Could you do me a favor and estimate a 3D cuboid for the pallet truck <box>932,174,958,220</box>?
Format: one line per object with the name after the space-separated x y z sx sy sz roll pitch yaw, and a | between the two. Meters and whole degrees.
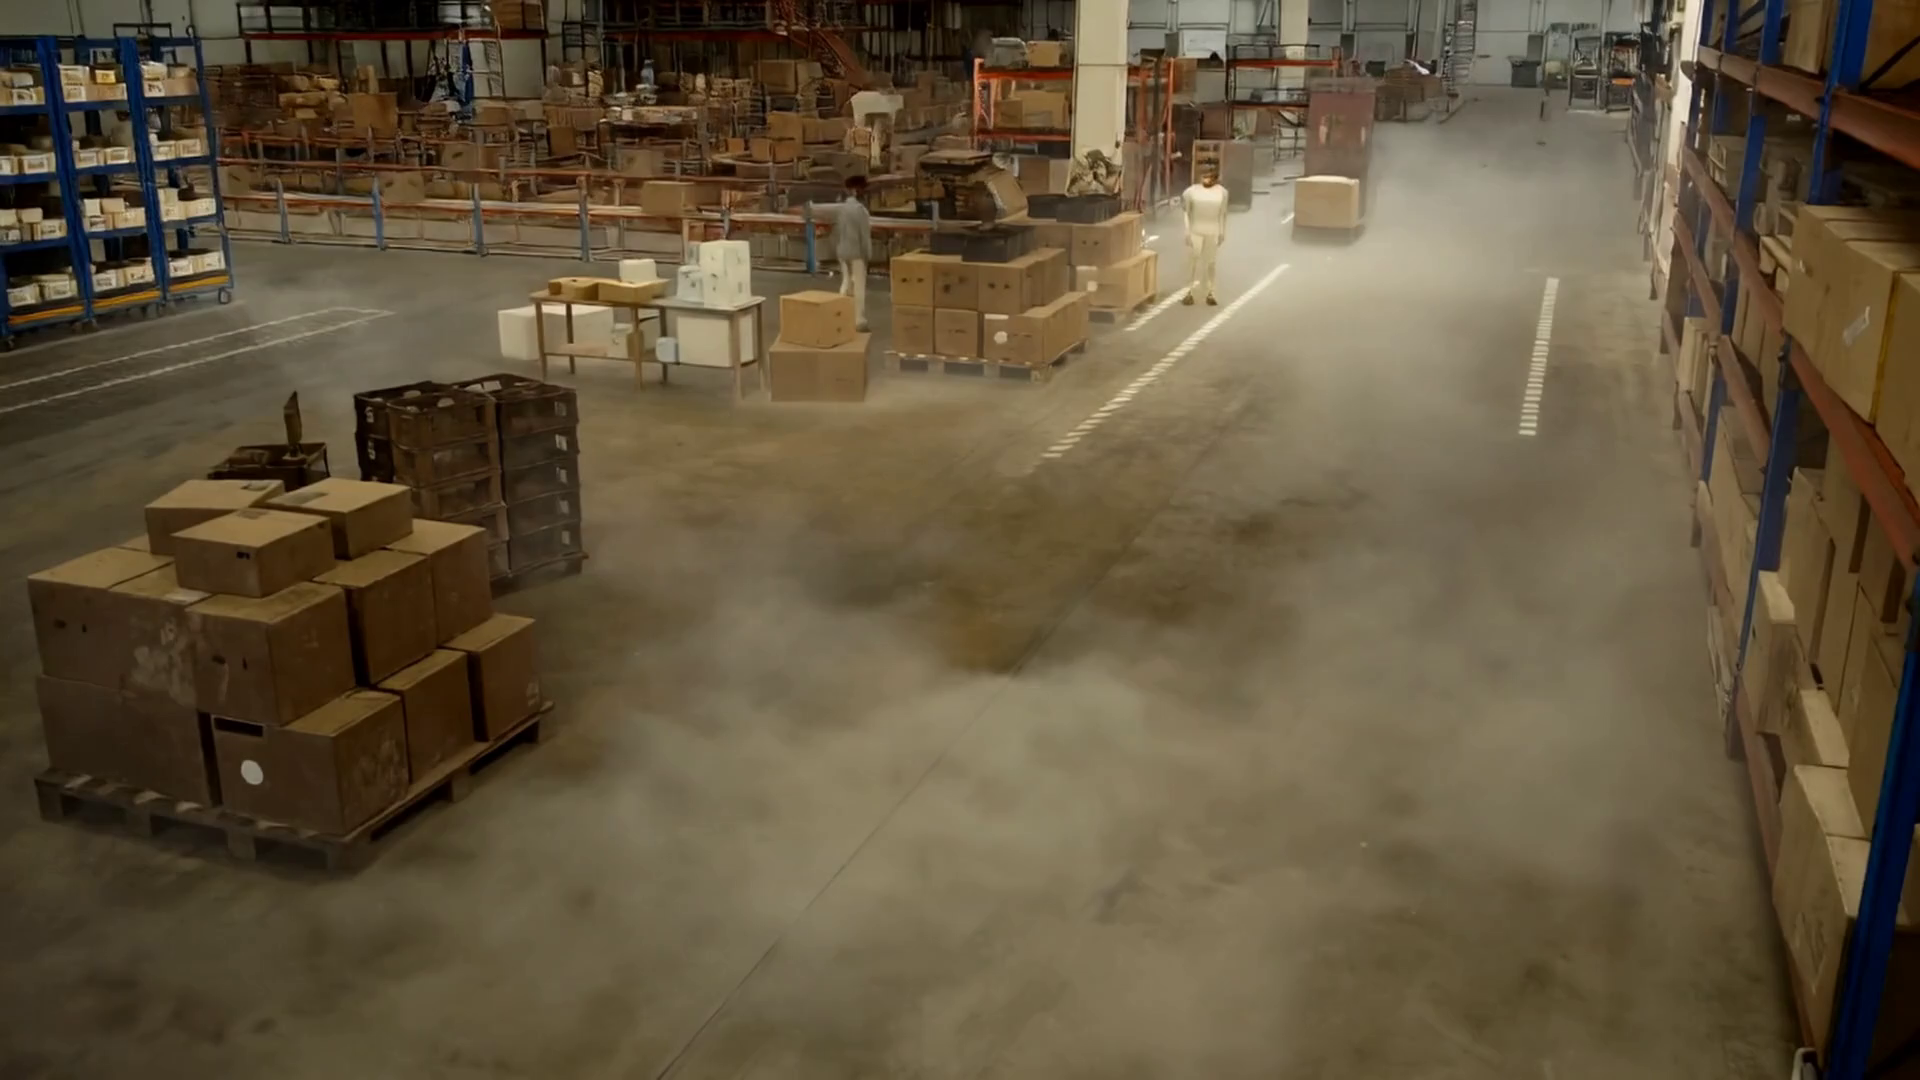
-0.507 -5.292 27.348 0.653 1.274 1.630 6 19 19 | pallet truck

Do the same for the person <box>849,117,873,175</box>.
-2.209 -8.667 37.377 0.551 1.644 0.861 1 18 3 | person

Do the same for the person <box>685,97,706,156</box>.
-7.109 -10.847 44.119 0.821 1.719 0.542 -6 19 -19 | person

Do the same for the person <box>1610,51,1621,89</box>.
33.528 -24.008 85.122 0.548 1.937 0.358 3 18 9 | person

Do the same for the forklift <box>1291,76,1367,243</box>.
6.598 -6.755 29.381 1.129 2.768 1.873 6 19 19 | forklift

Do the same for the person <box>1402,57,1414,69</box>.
21.375 -22.185 79.578 0.621 1.836 0.431 -3 18 -10 | person

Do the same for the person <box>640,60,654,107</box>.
-12.583 -18.259 66.904 0.609 2.034 0.397 -15 23 -39 | person

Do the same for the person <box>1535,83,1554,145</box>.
17.745 -12.948 50.551 0.343 1.837 0.678 13 22 35 | person

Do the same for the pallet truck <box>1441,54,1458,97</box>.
22.765 -21.886 78.355 0.823 1.965 1.885 -4 18 -14 | pallet truck

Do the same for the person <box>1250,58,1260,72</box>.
14.546 -22.964 82.171 0.489 1.734 0.331 5 18 14 | person

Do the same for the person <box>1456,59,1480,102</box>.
22.752 -20.492 74.167 1.048 1.896 0.635 -2 18 -7 | person

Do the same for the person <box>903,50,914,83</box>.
-2.872 -26.617 93.535 0.633 1.814 0.849 0 18 -1 | person

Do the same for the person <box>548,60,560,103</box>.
-17.921 -20.166 73.207 0.958 1.848 0.589 8 19 23 | person

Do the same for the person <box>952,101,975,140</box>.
0.118 -9.915 41.042 0.604 1.810 0.614 6 19 19 | person

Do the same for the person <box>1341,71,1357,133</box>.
12.921 -14.528 55.166 0.696 2.000 0.663 -15 23 -39 | person

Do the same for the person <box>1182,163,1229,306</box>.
3.354 -4.184 22.832 0.627 1.940 0.373 0 18 1 | person

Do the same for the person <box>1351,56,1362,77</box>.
18.264 -21.182 76.274 0.653 1.913 0.810 -14 22 -37 | person

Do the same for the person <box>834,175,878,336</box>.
-1.305 -3.528 20.683 0.392 1.991 0.613 -16 24 -41 | person

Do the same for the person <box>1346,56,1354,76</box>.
20.029 -23.975 85.415 0.532 1.693 0.319 -14 22 -38 | person

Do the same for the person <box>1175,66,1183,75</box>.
8.624 -17.972 66.304 0.611 1.846 0.536 0 18 1 | person
